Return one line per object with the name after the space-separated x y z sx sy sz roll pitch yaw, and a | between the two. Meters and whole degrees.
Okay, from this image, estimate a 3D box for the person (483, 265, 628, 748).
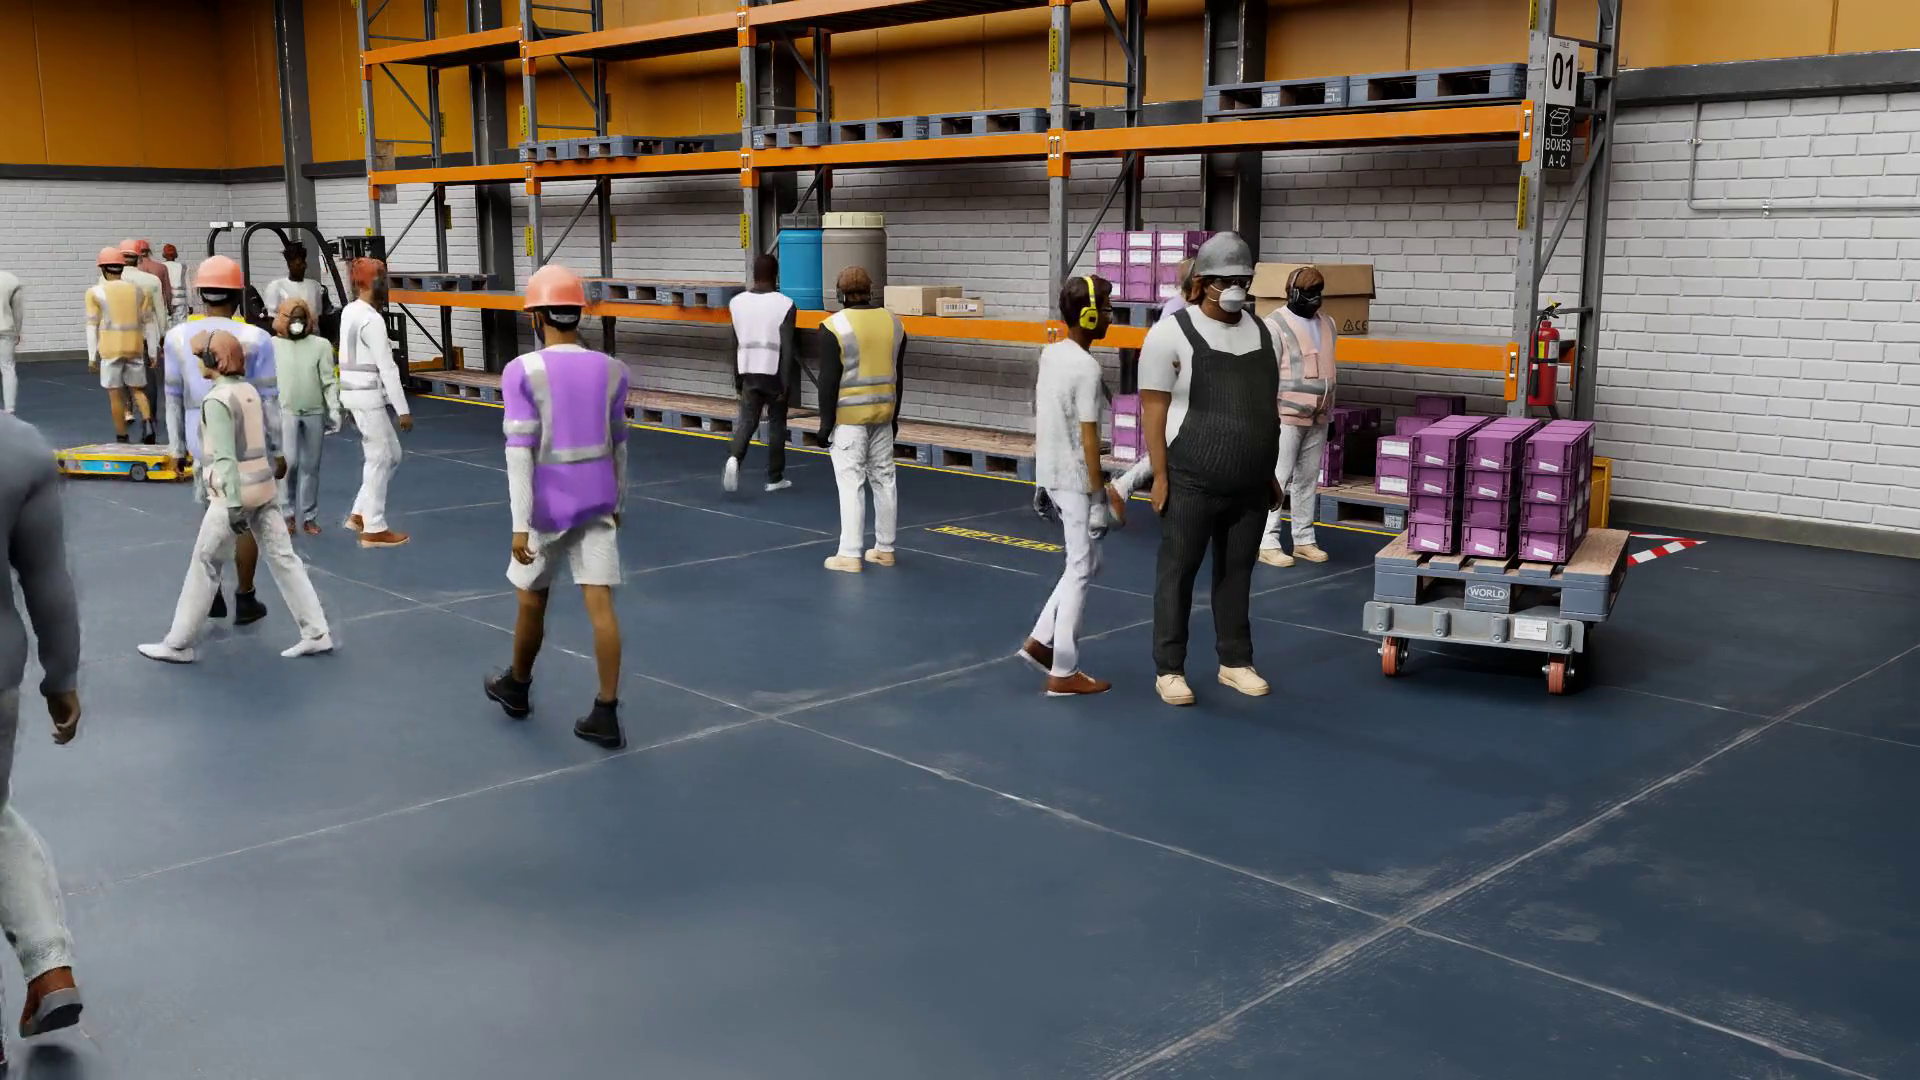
-1.639 -0.152 6.762 0.576 1.892 0.941 -9 13 -39 | person

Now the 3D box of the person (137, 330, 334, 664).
-3.431 -0.197 7.863 0.881 1.584 0.516 0 10 0 | person

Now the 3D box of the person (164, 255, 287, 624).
-3.788 -0.500 8.601 0.565 1.920 0.462 -1 10 -3 | person

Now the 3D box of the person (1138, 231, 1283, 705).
1.139 -0.306 7.215 0.676 2.000 0.536 -4 11 -22 | person

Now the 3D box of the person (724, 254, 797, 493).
-1.570 -1.285 12.984 0.596 1.887 0.773 4 11 20 | person

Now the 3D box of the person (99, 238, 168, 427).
-8.760 -2.189 17.623 0.658 1.992 0.459 -6 12 -29 | person

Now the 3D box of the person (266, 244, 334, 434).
-6.810 -2.049 17.017 0.813 1.943 0.613 8 13 37 | person

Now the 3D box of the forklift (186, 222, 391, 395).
-8.169 -2.758 20.163 2.313 2.155 1.214 -10 14 -44 | forklift

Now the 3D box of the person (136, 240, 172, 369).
-12.232 -3.546 25.145 0.635 1.954 0.906 -6 12 -28 | person

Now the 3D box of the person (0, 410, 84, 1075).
-2.455 0.356 3.948 0.449 1.919 0.625 8 13 36 | person

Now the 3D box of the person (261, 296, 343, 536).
-4.436 -0.821 11.186 0.496 1.616 0.405 -7 13 -35 | person

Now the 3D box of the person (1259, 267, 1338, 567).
2.079 -0.750 10.220 0.619 1.836 0.431 -7 13 -35 | person

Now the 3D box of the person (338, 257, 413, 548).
-3.785 -0.883 10.785 0.433 1.875 0.590 -6 12 -28 | person

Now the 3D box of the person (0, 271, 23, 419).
-10.694 -2.278 18.333 0.649 1.899 0.934 -10 15 -44 | person

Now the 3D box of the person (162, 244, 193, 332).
-12.515 -3.757 26.476 0.577 1.882 0.339 -6 12 -31 | person

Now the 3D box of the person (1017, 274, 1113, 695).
0.527 -0.226 7.281 0.388 1.852 0.554 -4 11 -19 | person

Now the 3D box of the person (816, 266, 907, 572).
-0.617 -0.726 10.056 0.624 1.841 0.430 -9 14 -40 | person

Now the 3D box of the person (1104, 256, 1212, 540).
1.375 -0.940 11.090 0.872 1.899 0.639 4 11 22 | person

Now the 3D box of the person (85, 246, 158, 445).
-7.774 -1.753 15.437 0.508 1.916 0.578 10 14 43 | person

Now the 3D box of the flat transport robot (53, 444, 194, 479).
-6.999 -0.670 14.025 1.431 0.197 0.652 2 11 12 | flat transport robot
